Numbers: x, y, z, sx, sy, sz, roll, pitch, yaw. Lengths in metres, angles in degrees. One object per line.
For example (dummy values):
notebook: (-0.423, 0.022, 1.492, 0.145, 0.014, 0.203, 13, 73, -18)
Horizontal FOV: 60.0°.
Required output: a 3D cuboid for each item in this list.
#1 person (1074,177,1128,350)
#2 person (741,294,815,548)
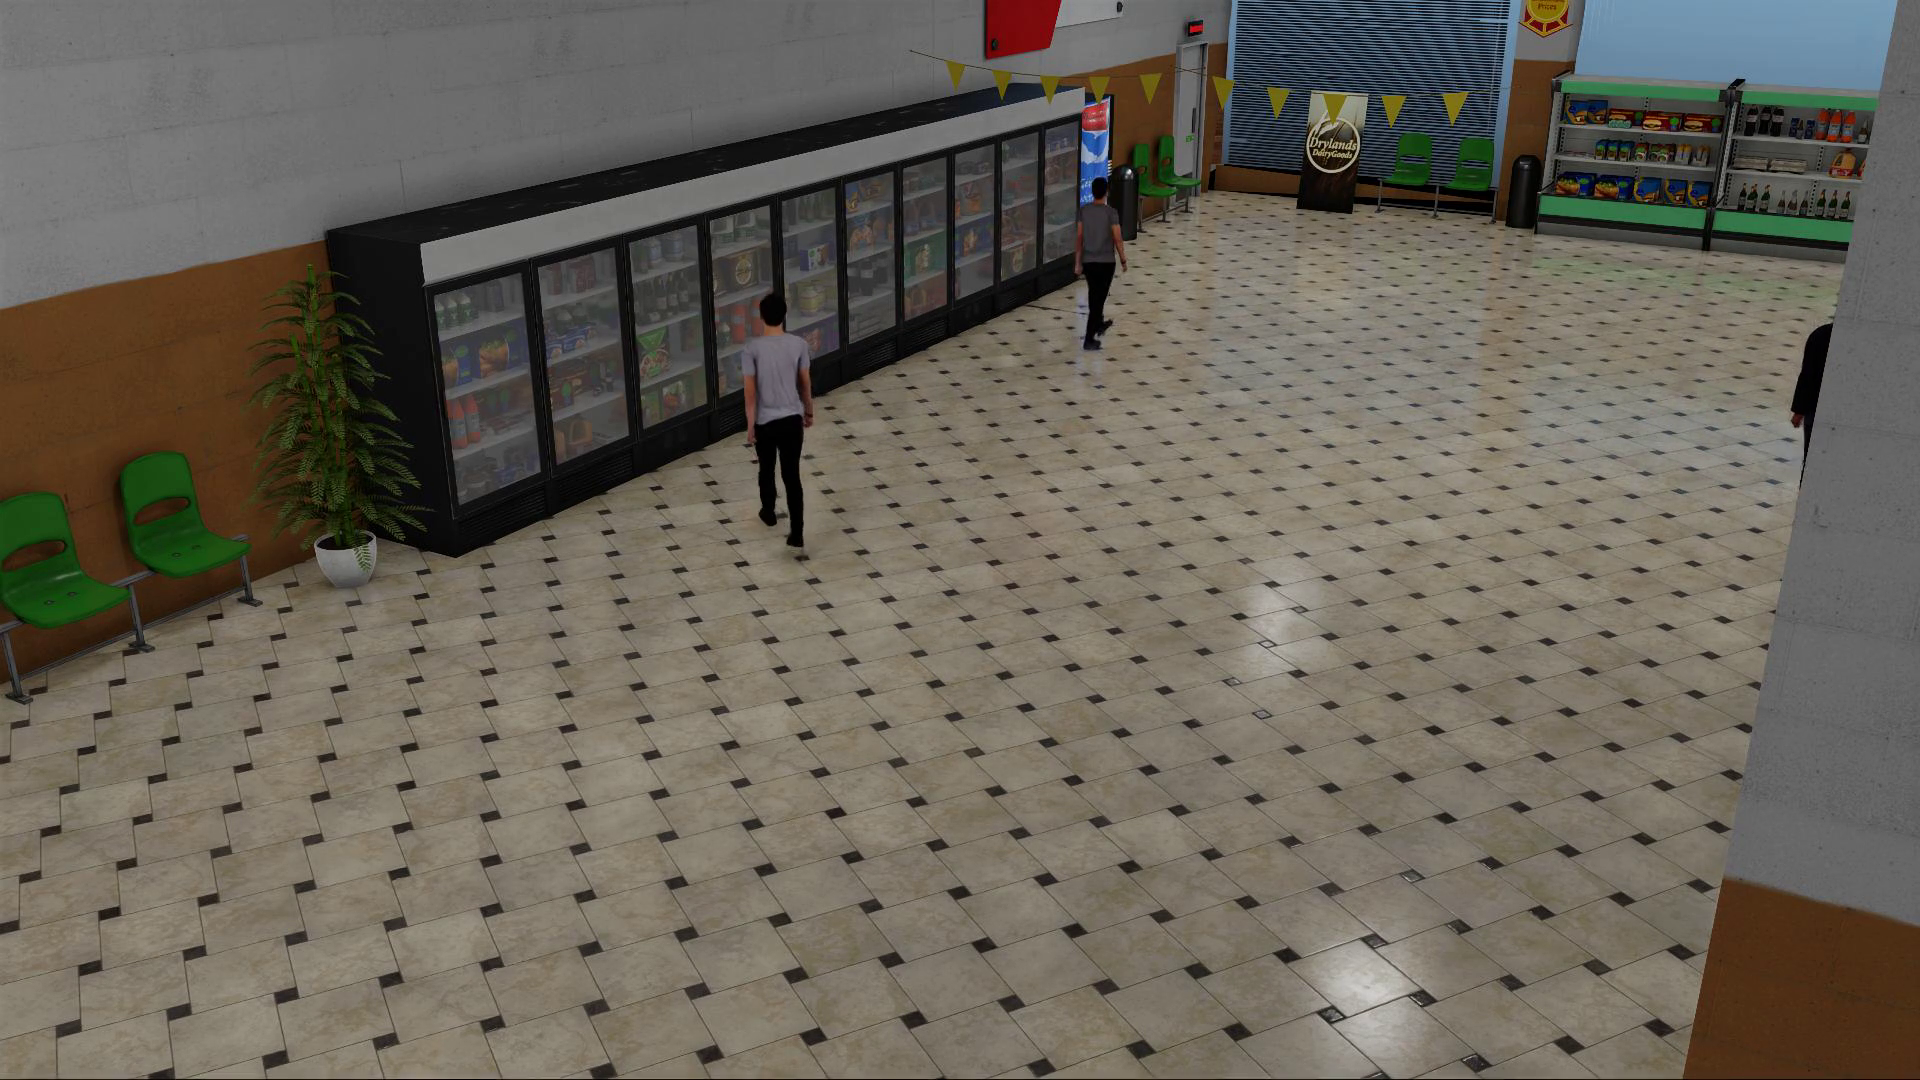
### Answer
person: (1.385, -2.822, 17.128, 0.995, 1.723, 0.760, 16, 27, 35)
person: (-1.282, -0.805, 11.981, 1.201, 1.818, 1.272, -6, 23, -16)
